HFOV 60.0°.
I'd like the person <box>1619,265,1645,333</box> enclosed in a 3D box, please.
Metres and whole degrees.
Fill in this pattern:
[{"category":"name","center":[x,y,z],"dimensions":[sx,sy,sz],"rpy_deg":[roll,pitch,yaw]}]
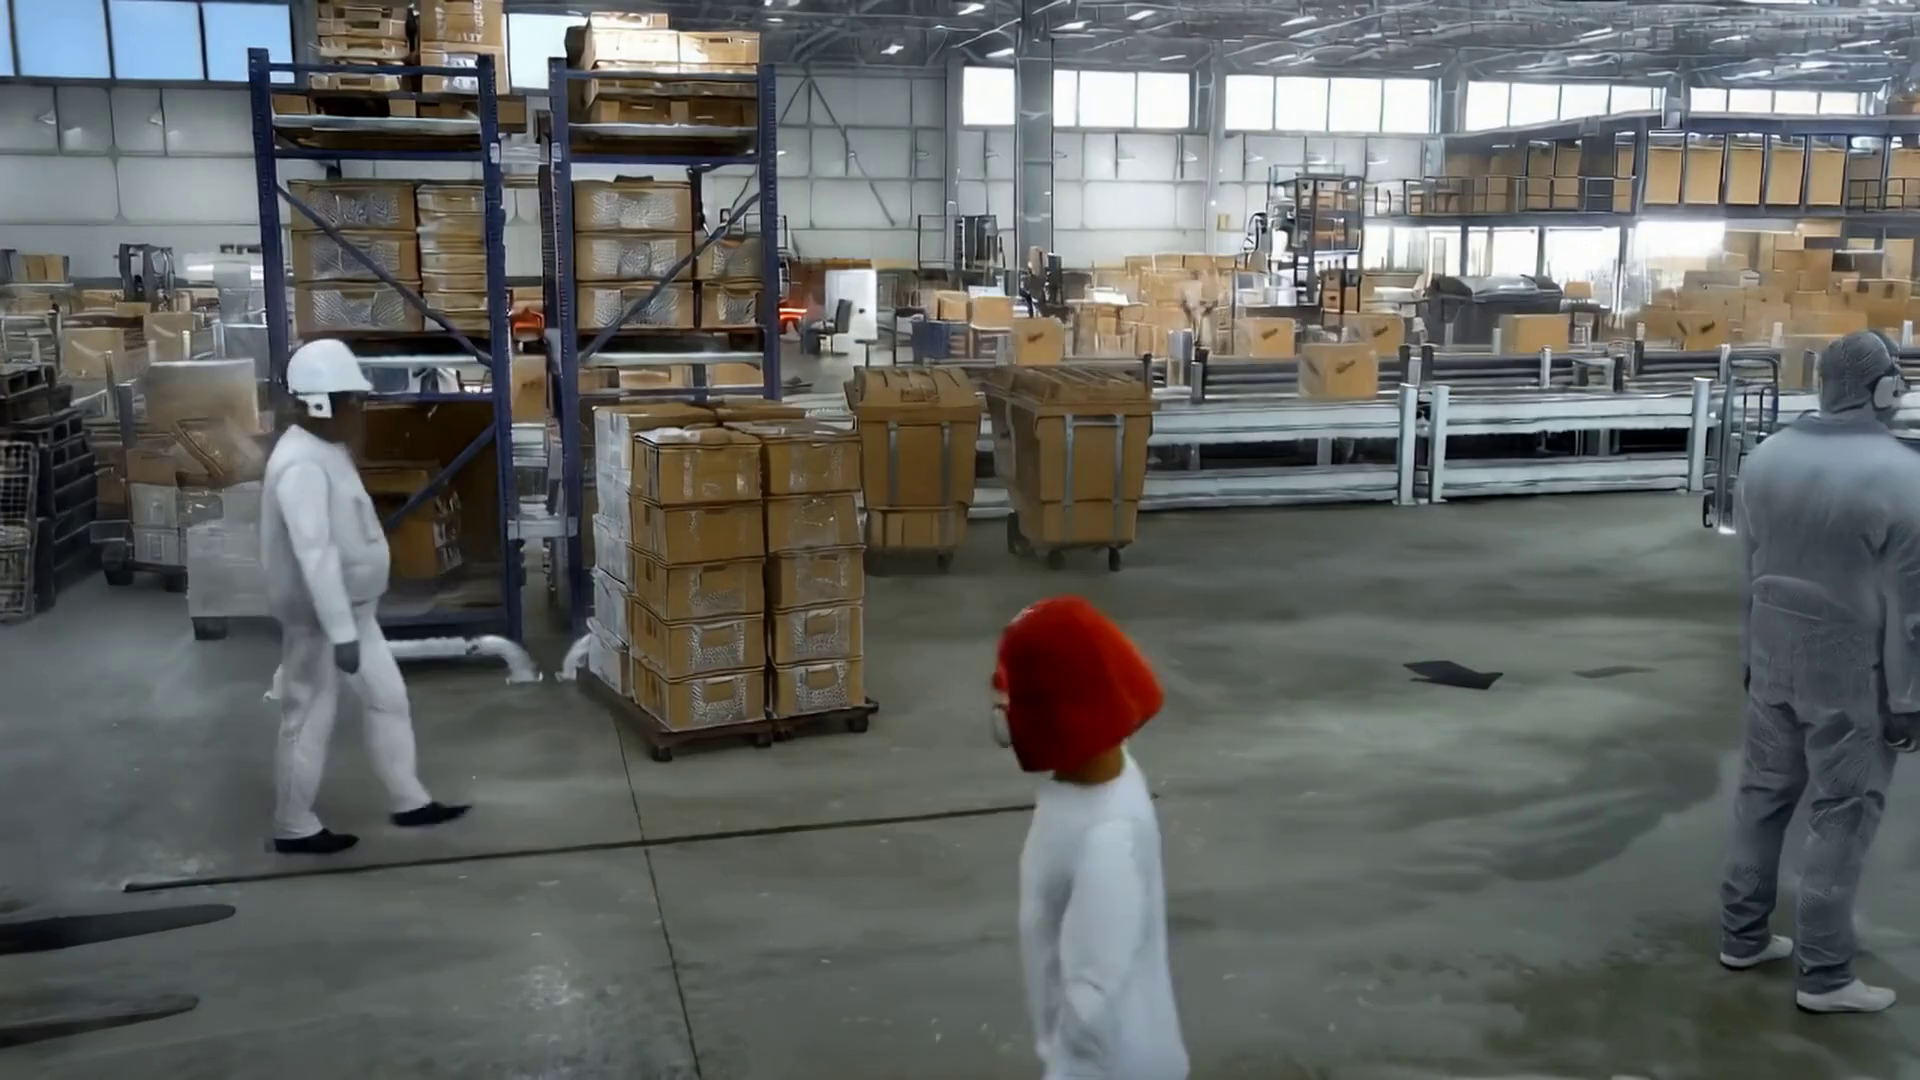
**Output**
[{"category":"person","center":[15.099,-5.319,37.340],"dimensions":[0.532,1.725,0.883],"rpy_deg":[4,11,23]}]

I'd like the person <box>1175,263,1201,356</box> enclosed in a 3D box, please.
[{"category":"person","center":[4.195,-4.063,29.980],"dimensions":[0.531,1.815,0.989],"rpy_deg":[-7,12,-33]}]

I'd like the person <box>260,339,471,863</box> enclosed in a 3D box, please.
[{"category":"person","center":[-2.048,0.221,5.724],"dimensions":[0.770,1.806,0.627],"rpy_deg":[-2,10,-13]}]

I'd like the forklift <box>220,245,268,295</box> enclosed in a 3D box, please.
[{"category":"forklift","center":[-17.749,-6.334,41.440],"dimensions":[1.157,1.987,2.680],"rpy_deg":[-3,10,-17]}]

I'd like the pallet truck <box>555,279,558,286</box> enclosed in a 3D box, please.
[{"category":"pallet truck","center":[-10.604,-6.375,44.520],"dimensions":[0.653,1.274,1.630],"rpy_deg":[-3,10,-15]}]

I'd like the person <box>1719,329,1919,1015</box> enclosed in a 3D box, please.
[{"category":"person","center":[2.467,0.363,4.691],"dimensions":[0.396,1.901,0.643],"rpy_deg":[-3,11,-18]}]

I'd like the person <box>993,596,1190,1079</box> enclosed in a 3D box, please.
[{"category":"person","center":[0.151,0.869,2.685],"dimensions":[0.875,1.574,0.510],"rpy_deg":[-1,10,-4]}]

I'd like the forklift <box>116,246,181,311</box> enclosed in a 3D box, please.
[{"category":"forklift","center":[-19.966,-6.232,40.894],"dimensions":[1.157,1.987,2.680],"rpy_deg":[-3,10,-15]}]
